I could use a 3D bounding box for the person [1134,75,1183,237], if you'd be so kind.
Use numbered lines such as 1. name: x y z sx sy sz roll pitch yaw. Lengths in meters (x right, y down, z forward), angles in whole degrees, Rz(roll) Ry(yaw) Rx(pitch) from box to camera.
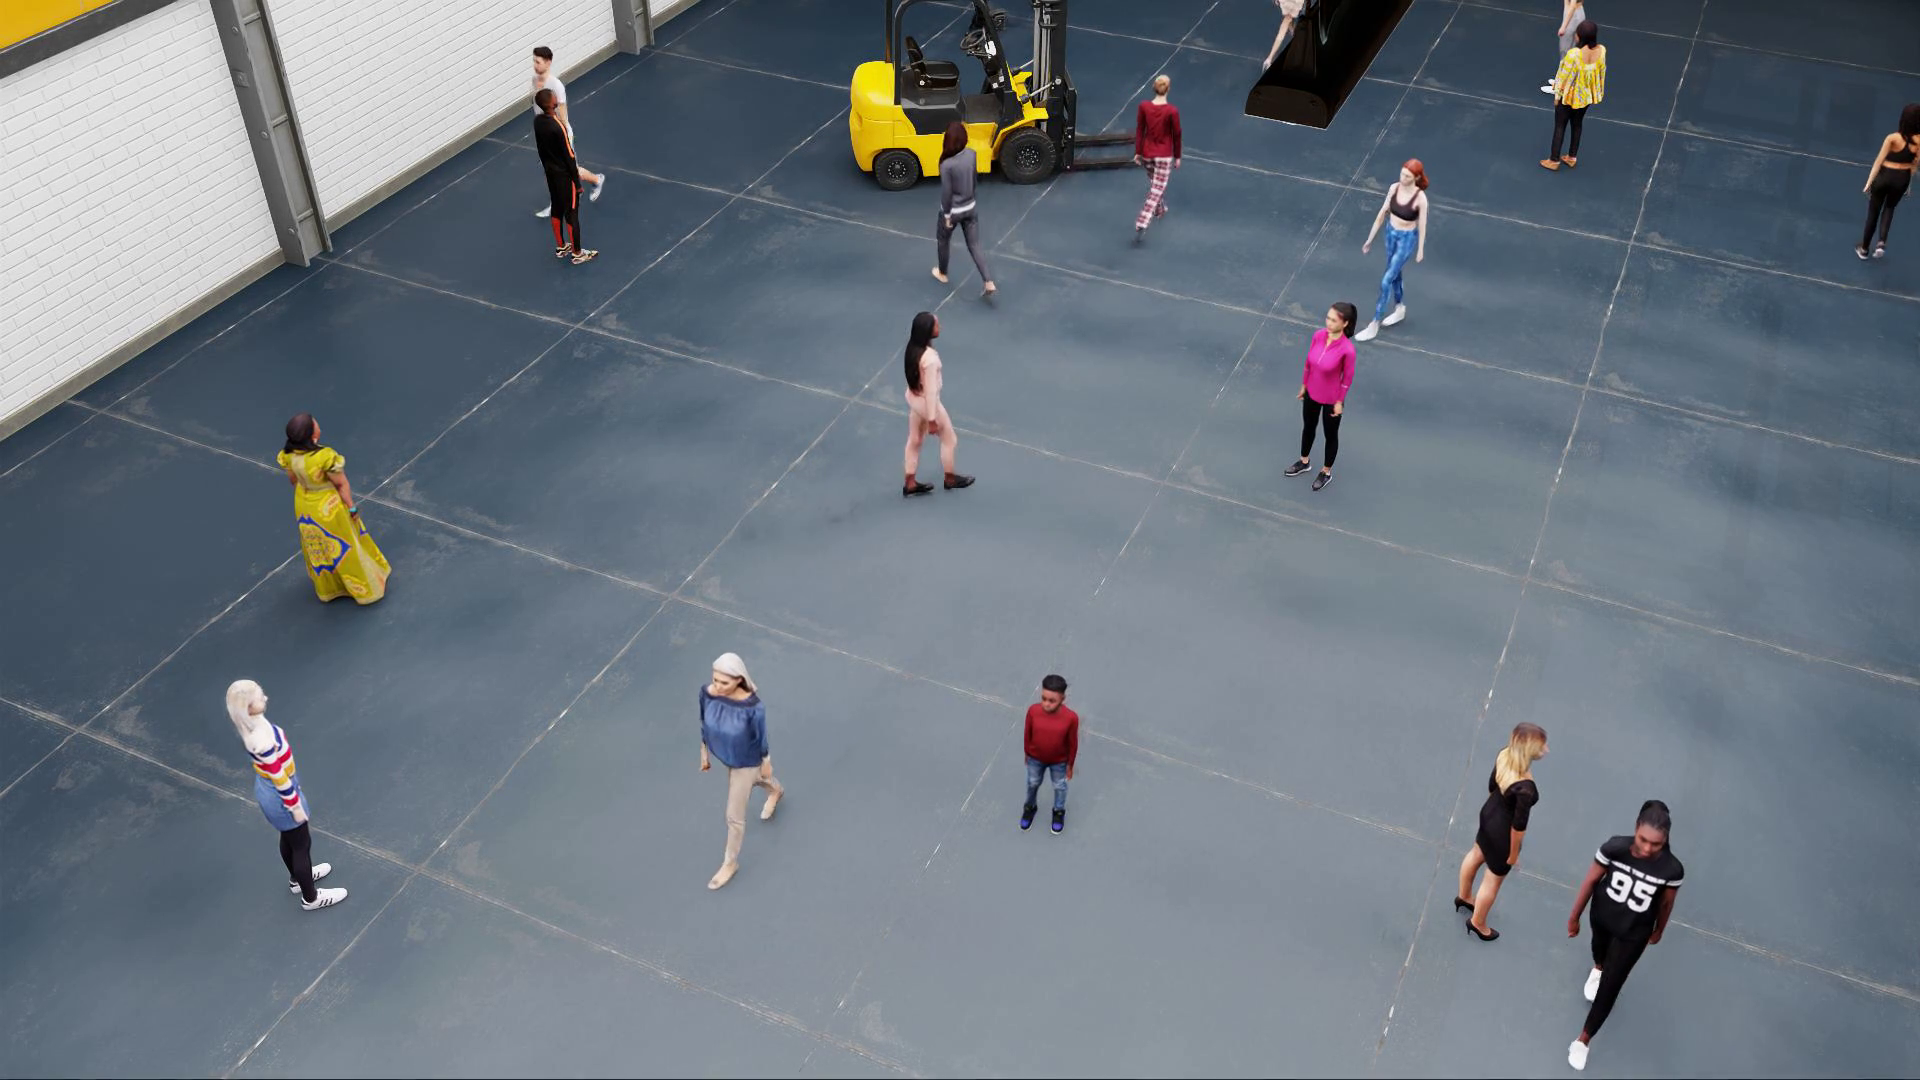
1. person: 1.994 -3.899 16.949 0.674 1.665 1.050 20 43 23

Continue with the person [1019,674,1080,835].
1. person: 0.594 1.351 10.703 0.535 1.254 0.542 10 40 12

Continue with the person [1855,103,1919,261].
1. person: 9.241 -3.500 16.471 0.684 1.637 0.769 5 39 7

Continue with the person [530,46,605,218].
1. person: -4.119 -4.239 17.232 1.146 1.842 0.946 -27 46 -30

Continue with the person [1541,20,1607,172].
1. person: 6.709 -4.843 18.142 0.882 1.650 0.944 -15 41 -18

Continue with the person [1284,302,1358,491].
1. person: 2.980 -1.190 13.538 0.691 1.698 0.674 -29 47 -31

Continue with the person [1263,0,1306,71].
1. person: 3.975 -6.505 20.199 1.141 1.680 0.866 -29 47 -32

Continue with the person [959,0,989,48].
1. person: 0.272 -7.140 20.953 0.742 1.732 1.114 23 44 26

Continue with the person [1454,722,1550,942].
1. person: 3.217 1.724 9.899 0.674 1.675 0.558 -3 39 -4

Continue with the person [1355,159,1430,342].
1. person: 4.133 -2.741 15.435 1.080 1.754 0.909 -21 43 -24

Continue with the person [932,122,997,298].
1. person: 0.057 -3.136 15.934 1.138 1.739 1.048 -23 44 -26

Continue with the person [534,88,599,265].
1. person: -3.964 -3.616 16.480 0.665 1.808 0.607 26 46 29

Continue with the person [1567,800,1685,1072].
1. person: 3.748 2.100 9.418 0.736 1.689 1.167 22 43 25

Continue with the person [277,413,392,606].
1. person: -4.712 -0.232 12.369 0.895 1.660 0.824 11 40 13

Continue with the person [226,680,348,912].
1. person: -4.114 1.522 10.046 0.685 1.808 0.718 -25 45 -28

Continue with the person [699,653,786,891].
1. person: -1.341 1.313 10.438 0.694 1.655 1.157 20 43 23

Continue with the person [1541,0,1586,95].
1. person: 7.273 -6.138 19.724 0.675 1.701 0.557 26 45 29

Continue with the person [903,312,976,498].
1. person: -0.358 -1.047 13.344 0.978 1.706 0.911 -14 41 -17
